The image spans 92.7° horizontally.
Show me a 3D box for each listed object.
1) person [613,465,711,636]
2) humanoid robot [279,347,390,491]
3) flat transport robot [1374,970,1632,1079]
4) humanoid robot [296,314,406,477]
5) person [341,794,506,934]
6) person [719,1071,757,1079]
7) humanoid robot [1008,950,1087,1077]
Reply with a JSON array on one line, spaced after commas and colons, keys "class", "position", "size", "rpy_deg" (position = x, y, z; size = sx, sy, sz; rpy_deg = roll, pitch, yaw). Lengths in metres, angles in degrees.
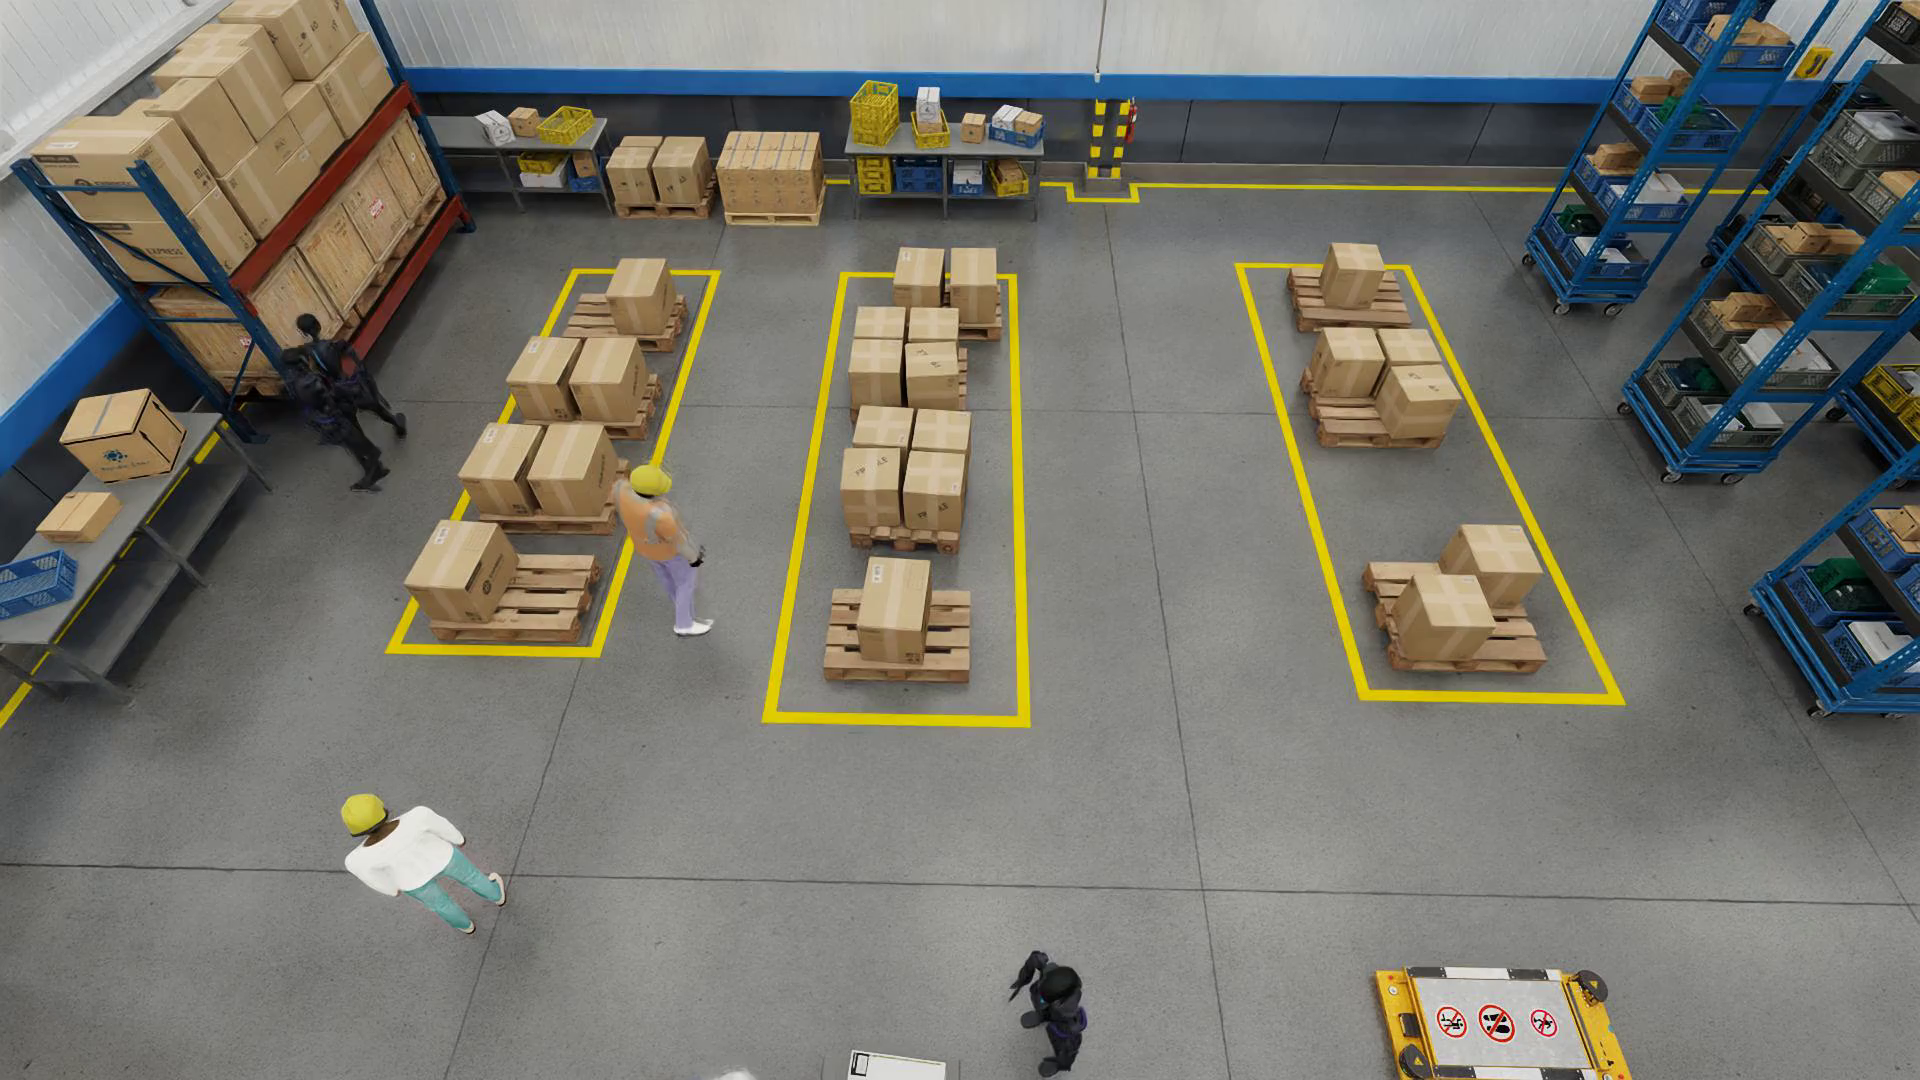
[{"class": "person", "position": [-2.427, 0.066, 7.394], "size": [0.686, 1.882, 0.500], "rpy_deg": [25, 55, 19]}, {"class": "humanoid robot", "position": [-5.770, -1.116, 8.490], "size": [0.586, 1.647, 0.432], "rpy_deg": [25, 55, 19]}, {"class": "flat transport robot", "position": [3.501, 3.133, 5.914], "size": [1.431, 0.197, 0.652], "rpy_deg": [1, 51, 1]}, {"class": "humanoid robot", "position": [-5.854, -1.402, 8.762], "size": [0.607, 1.597, 0.820], "rpy_deg": [-12, 52, -9]}, {"class": "person", "position": [-3.422, 2.056, 5.842], "size": [0.308, 1.768, 0.532], "rpy_deg": [35, 59, 25]}, {"class": "person", "position": [-1.209, 3.193, 4.741], "size": [0.749, 2.000, 0.694], "rpy_deg": [31, 57, 23]}, {"class": "humanoid robot", "position": [0.523, 2.768, 5.320], "size": [0.368, 1.653, 0.564], "rpy_deg": [-17, 53, -13]}]
